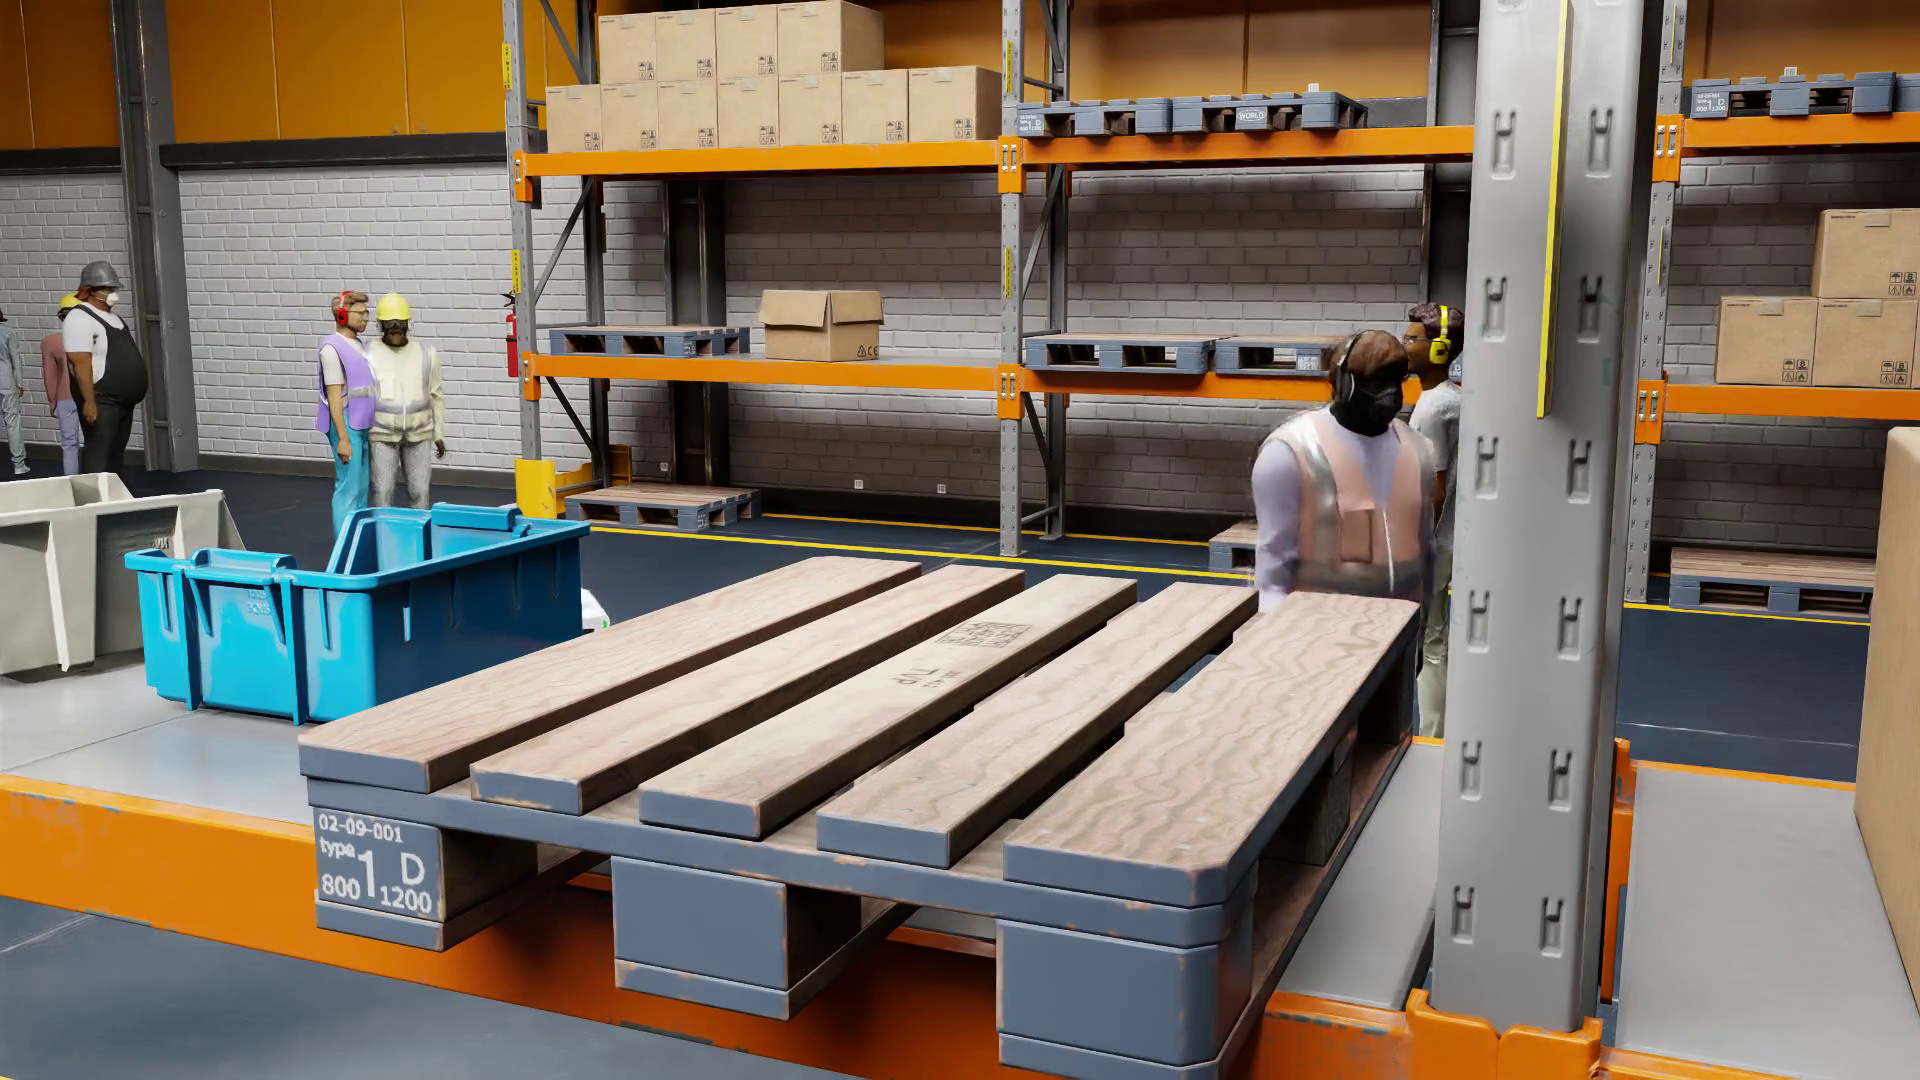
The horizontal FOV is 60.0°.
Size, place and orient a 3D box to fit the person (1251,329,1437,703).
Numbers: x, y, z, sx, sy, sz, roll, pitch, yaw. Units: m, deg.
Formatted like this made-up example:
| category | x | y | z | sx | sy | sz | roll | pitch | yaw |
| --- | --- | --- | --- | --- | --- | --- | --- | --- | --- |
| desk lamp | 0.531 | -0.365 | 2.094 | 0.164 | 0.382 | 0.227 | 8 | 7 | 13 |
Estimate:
| category | x | y | z | sx | sy | sz | roll | pitch | yaw |
| --- | --- | --- | --- | --- | --- | --- | --- | --- | --- |
| person | 1.154 | 0.269 | 5.095 | 0.635 | 1.829 | 0.624 | -3 | 10 | -19 |

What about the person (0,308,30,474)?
| category | x | y | z | sx | sy | sz | roll | pitch | yaw |
| --- | --- | --- | --- | --- | --- | --- | --- | --- | --- |
| person | -9.203 | -1.487 | 15.871 | 0.486 | 1.744 | 0.294 | -4 | 10 | -23 |

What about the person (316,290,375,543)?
| category | x | y | z | sx | sy | sz | roll | pitch | yaw |
| --- | --- | --- | --- | --- | --- | --- | --- | --- | --- |
| person | -3.932 | -0.682 | 10.740 | 0.389 | 1.846 | 0.567 | 0 | 9 | -2 |

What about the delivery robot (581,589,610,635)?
| category | x | y | z | sx | sy | sz | roll | pitch | yaw |
| --- | --- | --- | --- | --- | --- | --- | --- | --- | --- |
| delivery robot | -1.871 | 0.395 | 7.866 | 0.477 | 0.478 | 0.707 | -3 | 10 | -20 |

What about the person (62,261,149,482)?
| category | x | y | z | sx | sy | sz | roll | pitch | yaw |
| --- | --- | --- | --- | --- | --- | --- | --- | --- | --- |
| person | -6.515 | -1.117 | 12.763 | 0.536 | 2.000 | 0.688 | -1 | 10 | -5 |

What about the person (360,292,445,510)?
| category | x | y | z | sx | sy | sz | roll | pitch | yaw |
| --- | --- | --- | --- | --- | --- | --- | --- | --- | --- |
| person | -3.678 | -0.701 | 10.904 | 0.599 | 1.829 | 0.403 | -5 | 11 | -29 |

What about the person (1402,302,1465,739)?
| category | x | y | z | sx | sy | sz | roll | pitch | yaw |
| --- | --- | --- | --- | --- | --- | --- | --- | --- | --- |
| person | 1.775 | 0.035 | 6.360 | 0.328 | 1.877 | 0.514 | 4 | 10 | 23 |

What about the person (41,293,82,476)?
| category | x | y | z | sx | sy | sz | roll | pitch | yaw |
| --- | --- | --- | --- | --- | --- | --- | --- | --- | --- |
| person | -7.296 | -1.154 | 13.807 | 0.524 | 1.769 | 0.308 | -4 | 10 | -20 |
